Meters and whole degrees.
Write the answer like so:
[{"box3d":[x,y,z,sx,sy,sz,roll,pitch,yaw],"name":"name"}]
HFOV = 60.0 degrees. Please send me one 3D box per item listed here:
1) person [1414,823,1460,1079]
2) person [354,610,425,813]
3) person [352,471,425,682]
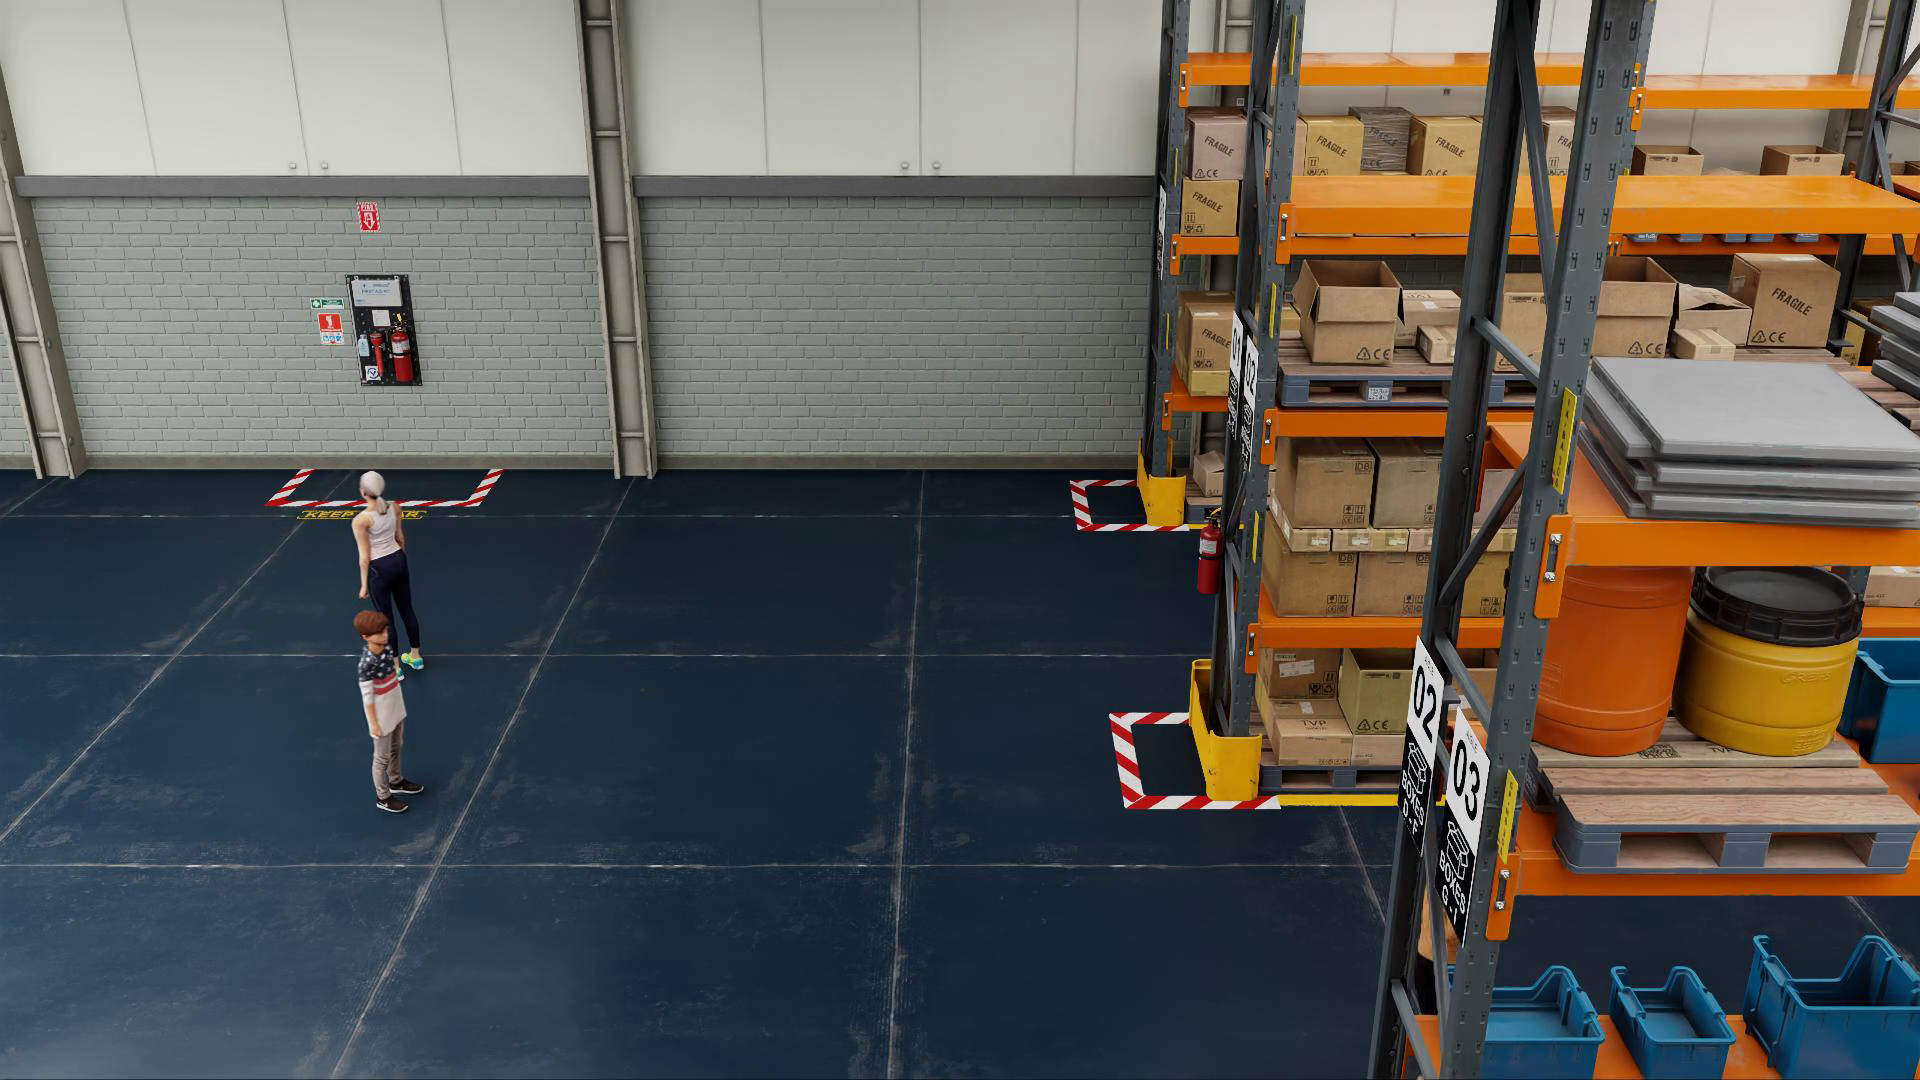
[{"box3d":[2.526,2.168,8.565,0.753,1.628,0.863,5,24,12],"name":"person"},{"box3d":[-3.896,1.129,11.252,0.503,1.439,0.545,3,23,8],"name":"person"},{"box3d":[-4.454,0.268,12.940,0.695,1.702,0.678,14,27,29],"name":"person"}]
